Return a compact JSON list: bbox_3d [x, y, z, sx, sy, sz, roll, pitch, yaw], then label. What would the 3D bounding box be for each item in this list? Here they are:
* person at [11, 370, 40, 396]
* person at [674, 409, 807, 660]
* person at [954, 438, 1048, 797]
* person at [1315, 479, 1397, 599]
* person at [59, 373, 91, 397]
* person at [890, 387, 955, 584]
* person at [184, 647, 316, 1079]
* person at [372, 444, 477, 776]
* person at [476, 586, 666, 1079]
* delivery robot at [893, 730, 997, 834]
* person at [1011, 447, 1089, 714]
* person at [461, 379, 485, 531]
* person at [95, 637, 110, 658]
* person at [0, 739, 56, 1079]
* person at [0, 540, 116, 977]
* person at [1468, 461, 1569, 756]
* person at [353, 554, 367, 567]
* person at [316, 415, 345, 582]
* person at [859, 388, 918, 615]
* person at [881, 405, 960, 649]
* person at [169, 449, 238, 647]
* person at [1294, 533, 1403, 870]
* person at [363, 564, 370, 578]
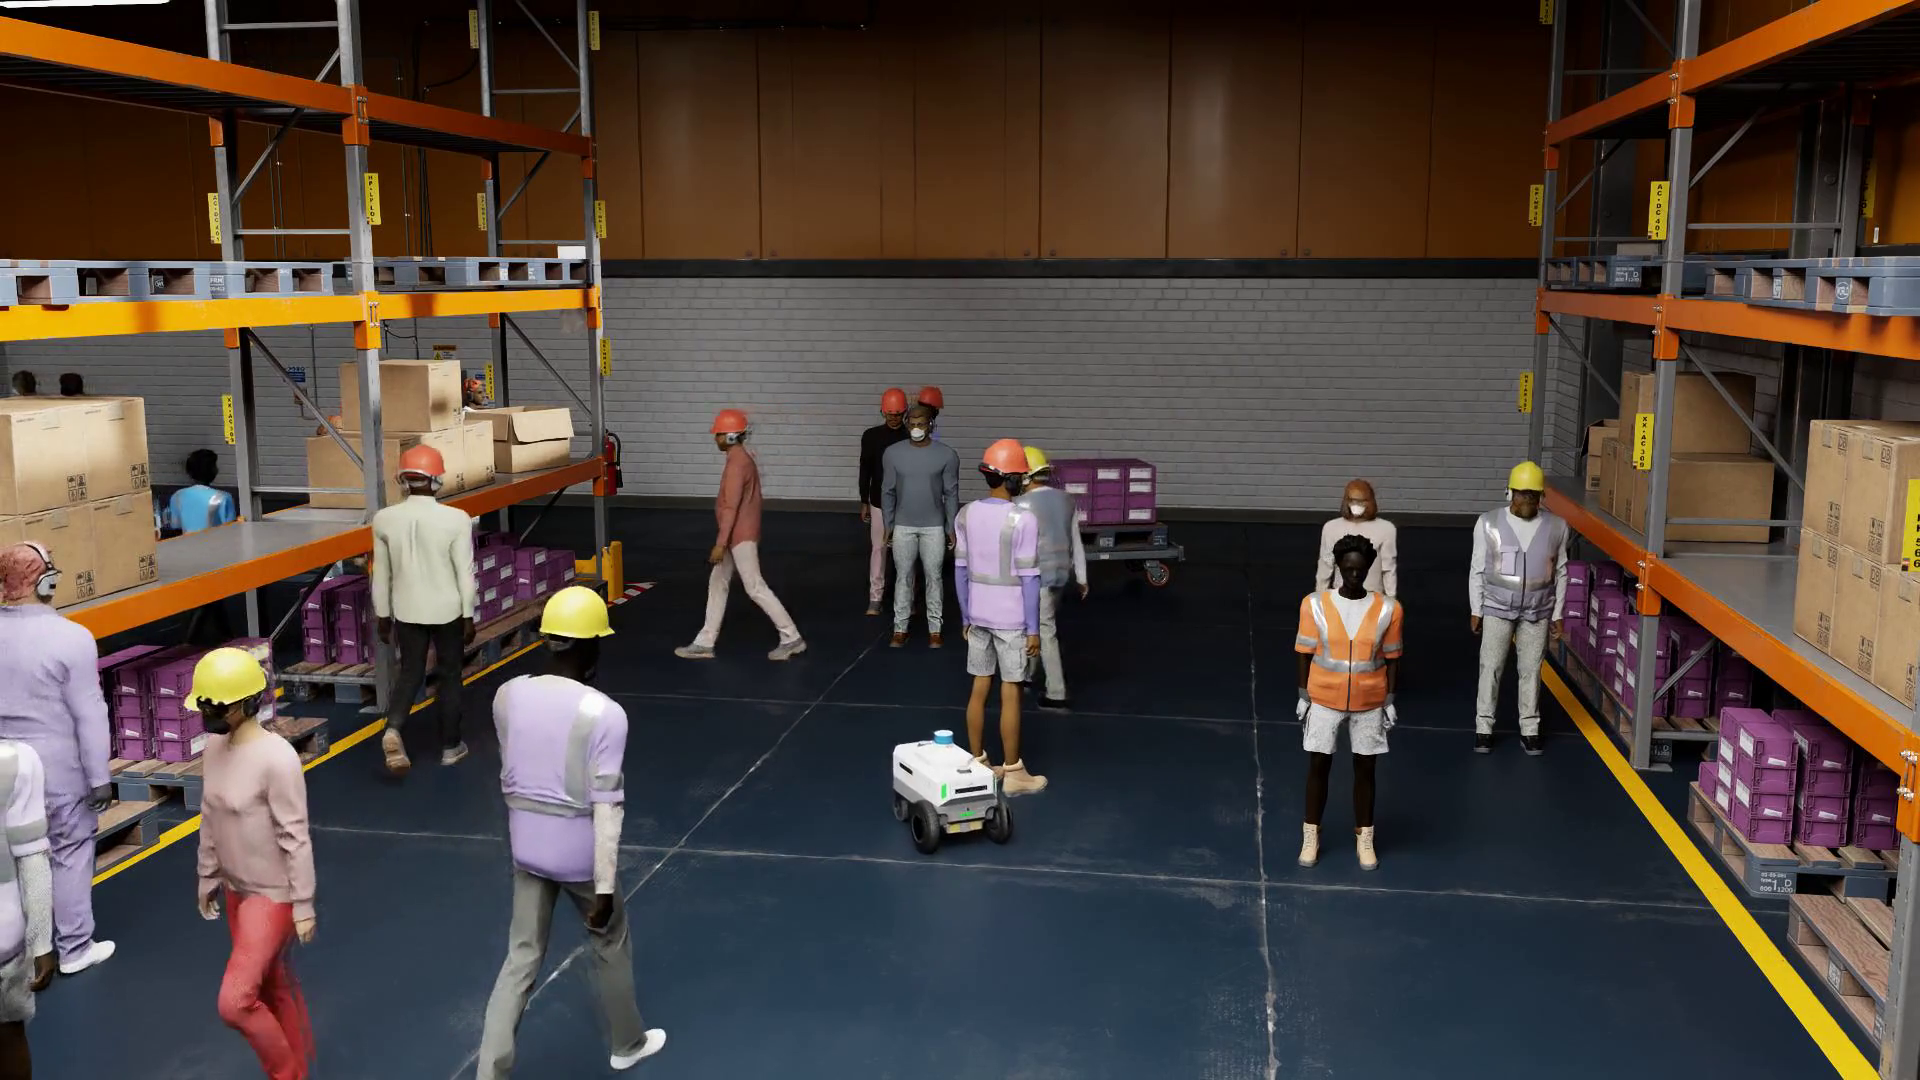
[{"bbox_3d":[-10.124,-0.933,18.412,0.806,1.910,0.636,-5,10,-26],"label":"person"},{"bbox_3d":[-1.665,-0.029,12.727,1.008,1.954,0.620,-1,9,-7],"label":"person"},{"bbox_3d":[0.242,0.440,9.527,0.394,2.044,0.609,-9,13,-44],"label":"person"},{"bbox_3d":[2.618,0.408,11.038,0.516,1.619,0.460,5,10,26],"label":"person"},{"bbox_3d":[-10.156,-1.022,19.214,0.508,1.823,0.637,-1,9,-7],"label":"person"},{"bbox_3d":[-0.338,-0.539,16.078,0.568,1.863,1.006,7,11,36],"label":"person"},{"bbox_3d":[-2.422,1.209,5.680,0.560,1.740,0.448,8,12,39],"label":"person"},{"bbox_3d":[-3.183,0.424,9.854,0.621,1.973,0.783,1,9,3],"label":"person"},{"bbox_3d":[-1.438,1.107,5.918,0.583,1.886,0.932,4,10,22],"label":"person"},{"bbox_3d":[-0.087,1.252,8.807,0.477,0.478,0.707,-4,10,-24],"label":"delivery robot"},{"bbox_3d":[0.497,0.254,11.462,0.644,1.785,0.886,-8,12,-40],"label":"person"},{"bbox_3d":[-5.016,-0.721,17.187,0.356,1.883,0.572,-2,9,-11],"label":"person"},{"bbox_3d":[-6.448,0.142,11.879,0.965,1.885,0.549,-4,10,-24],"label":"person"},{"bbox_3d":[-3.160,1.209,5.235,0.557,1.893,0.874,-5,11,-29],"label":"person"},{"bbox_3d":[-3.839,0.945,6.887,0.659,1.886,0.601,1,9,5],"label":"person"},{"bbox_3d":[3.447,0.421,10.285,0.586,1.835,0.403,2,9,9],"label":"person"},{"bbox_3d":[-5.717,-0.548,16.422,0.917,1.792,0.618,3,10,19],"label":"person"},{"bbox_3d":[-5.921,-0.367,15.761,0.284,1.633,0.498,-8,12,-39],"label":"person"},{"bbox_3d":[-0.577,-0.330,14.446,0.608,1.989,0.387,0,9,0],"label":"person"},{"bbox_3d":[-0.318,-0.101,13.184,0.627,1.940,0.373,1,9,4],"label":"person"},{"bbox_3d":[-5.730,0.135,12.635,0.534,1.659,0.890,3,10,16],"label":"person"},{"bbox_3d":[1.937,0.806,8.328,0.532,1.698,0.319,2,9,9],"label":"person"},{"bbox_3d":[-5.120,-0.275,14.412,0.556,1.905,0.944,2,9,10],"label":"person"}]
